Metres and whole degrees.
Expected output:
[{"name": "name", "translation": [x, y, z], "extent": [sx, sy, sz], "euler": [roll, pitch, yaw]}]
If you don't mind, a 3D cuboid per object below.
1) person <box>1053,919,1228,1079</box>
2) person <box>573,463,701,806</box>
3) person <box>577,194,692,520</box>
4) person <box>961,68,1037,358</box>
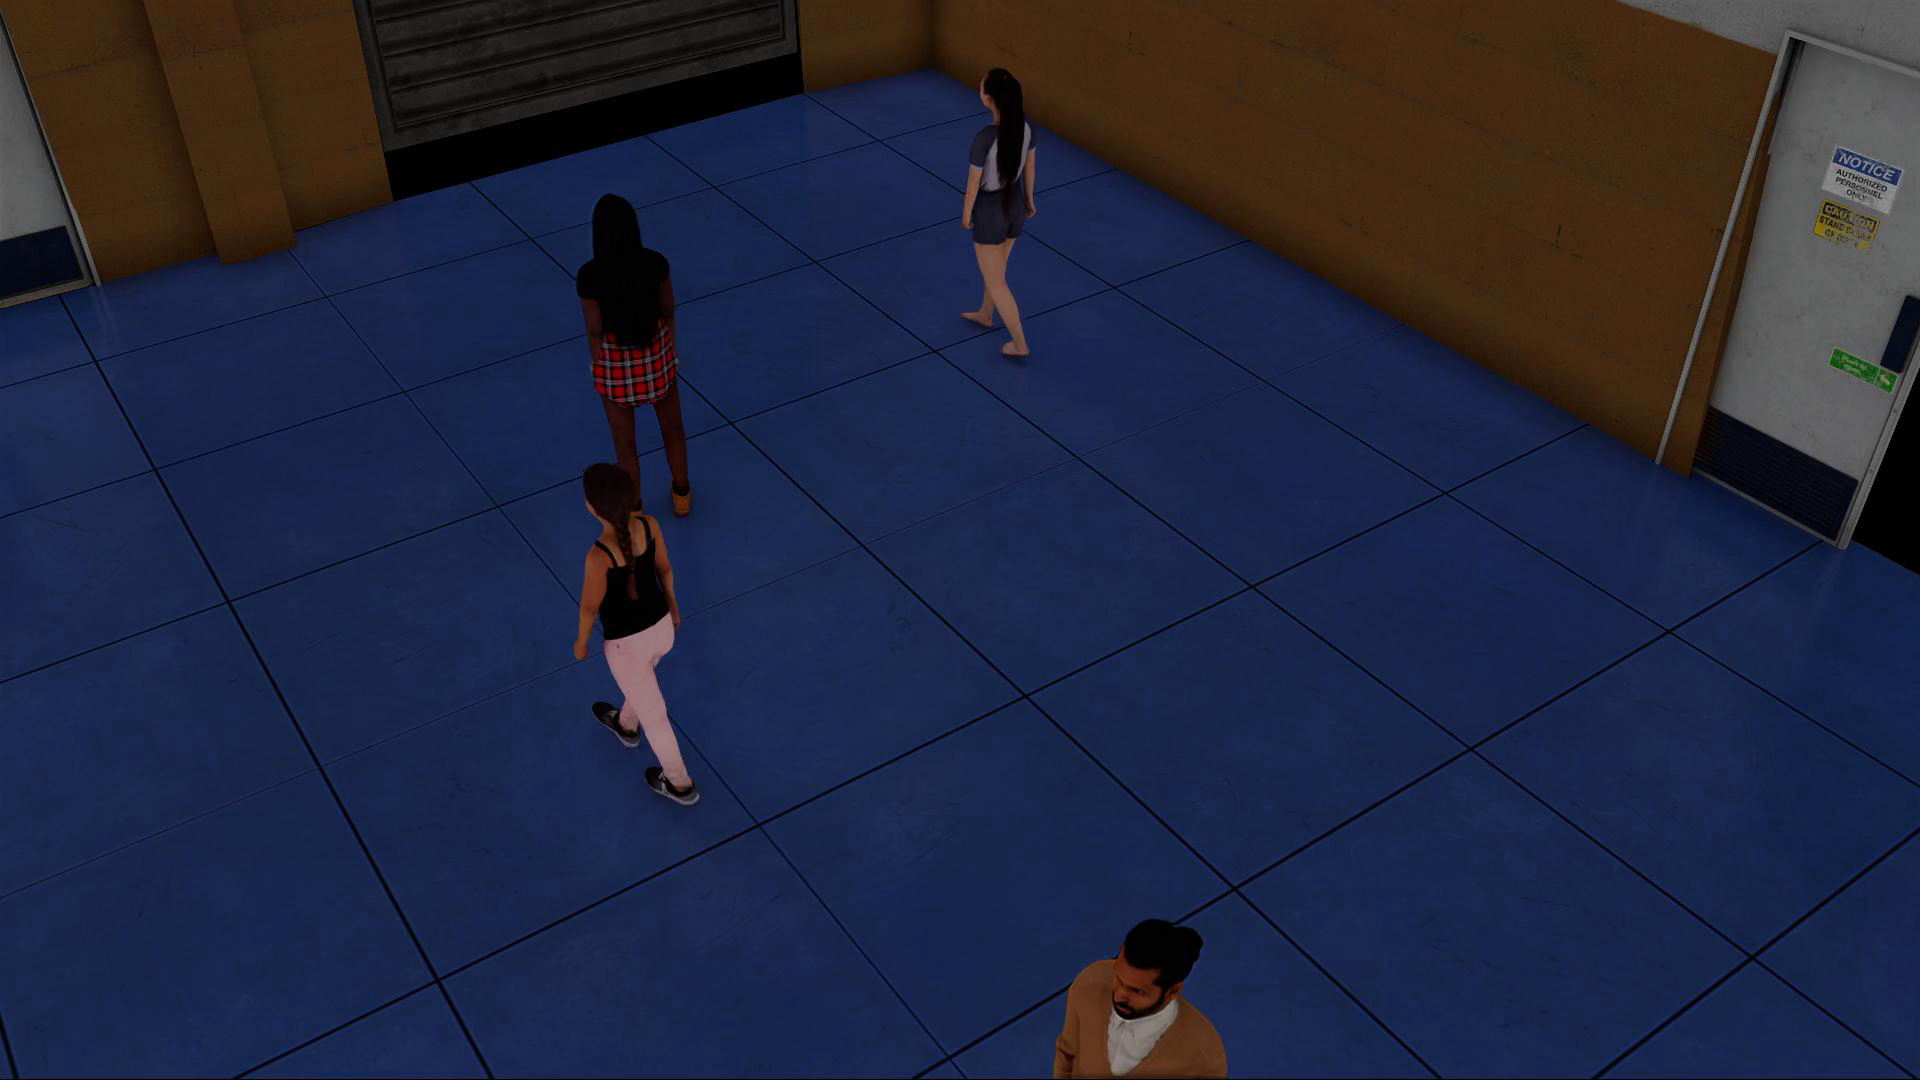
[{"name": "person", "translation": [0.457, 1.640, 4.501], "extent": [0.715, 1.755, 0.678], "euler": [27, 45, 31]}, {"name": "person", "translation": [-1.175, 0.401, 6.328], "extent": [0.792, 1.543, 0.900], "euler": [23, 43, 28]}, {"name": "person", "translation": [-1.518, -0.813, 7.790], "extent": [0.539, 1.729, 0.668], "euler": [-20, 41, -25]}, {"name": "person", "translation": [0.258, -1.750, 9.126], "extent": [0.856, 1.625, 0.730], "euler": [-28, 45, -32]}]
